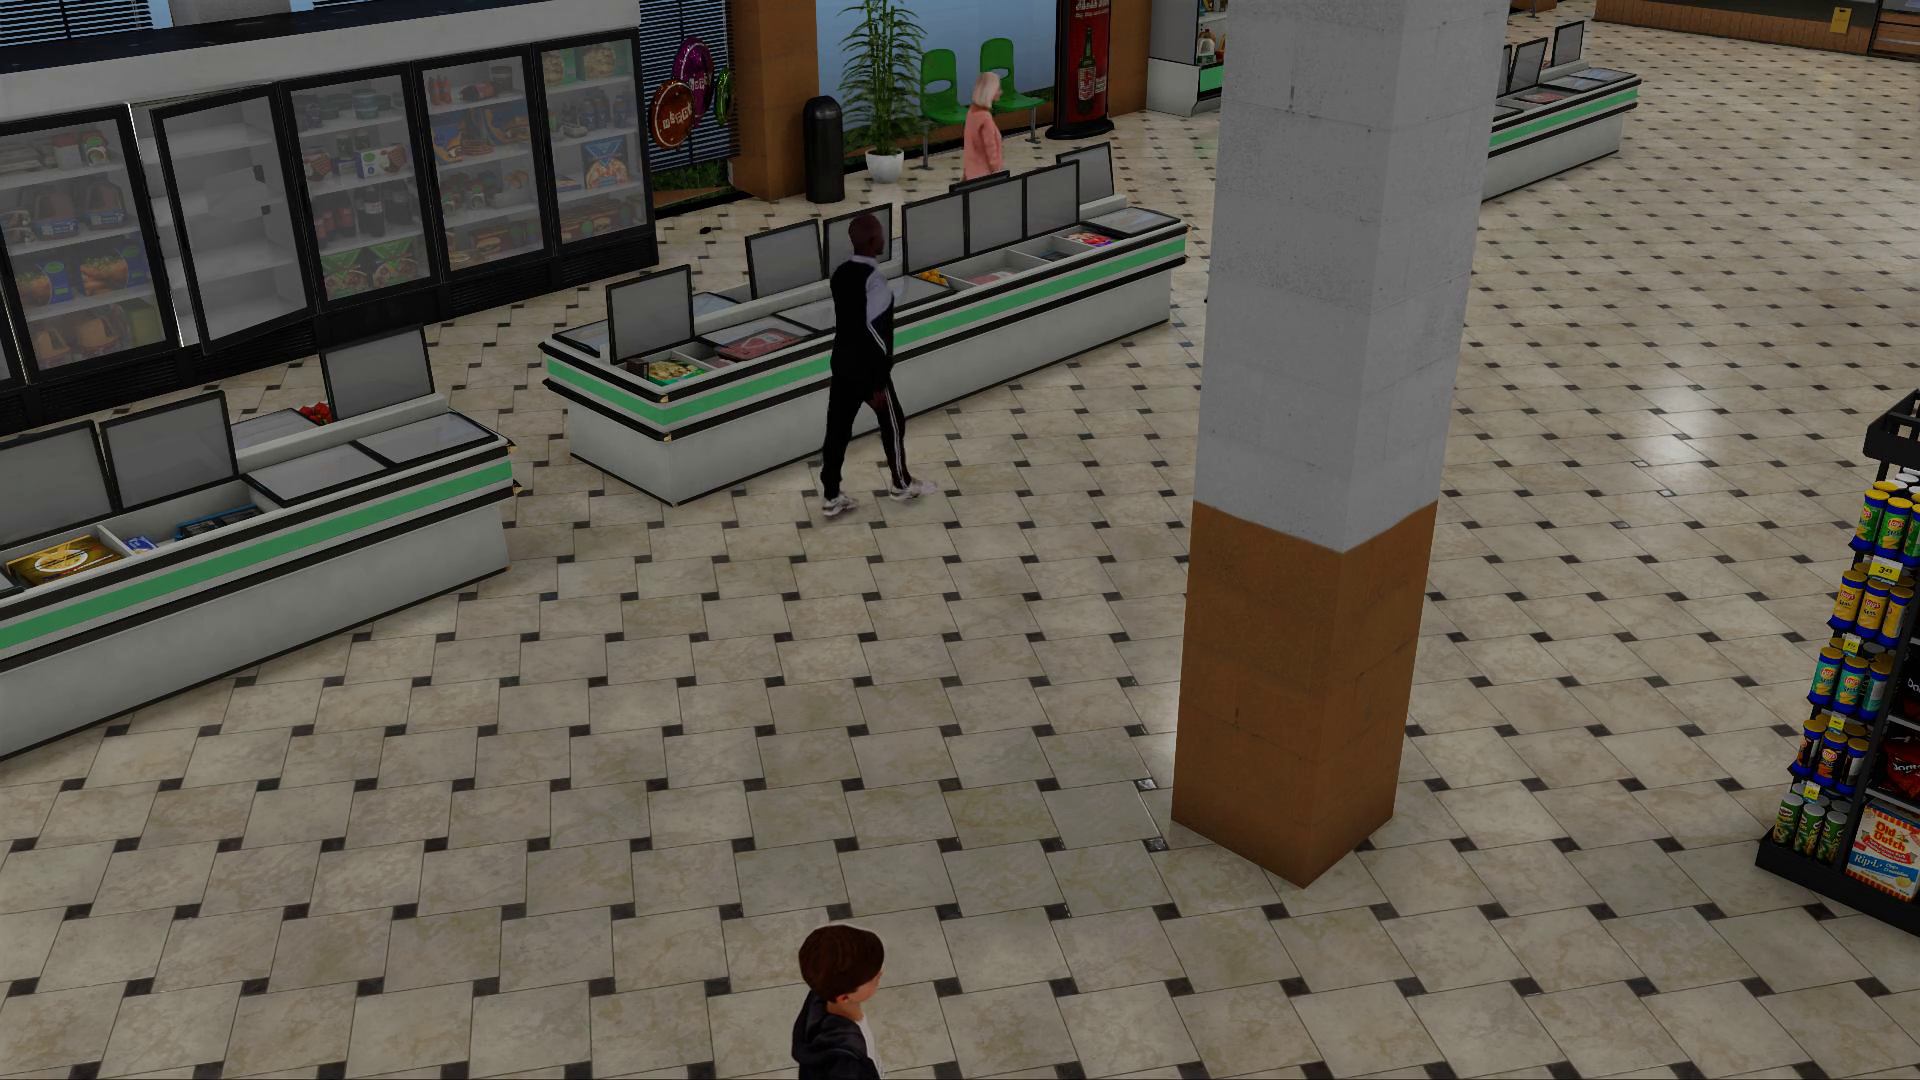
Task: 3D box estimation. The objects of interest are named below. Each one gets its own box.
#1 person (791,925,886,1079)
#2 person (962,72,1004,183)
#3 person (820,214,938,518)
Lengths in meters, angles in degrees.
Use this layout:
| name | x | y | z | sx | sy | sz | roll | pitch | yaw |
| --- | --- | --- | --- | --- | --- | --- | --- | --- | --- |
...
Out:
| name | x | y | z | sx | sy | sz | roll | pitch | yaw |
| --- | --- | --- | --- | --- | --- | --- | --- | --- | --- |
| person | -0.319 | 1.701 | 4.775 | 0.632 | 1.447 | 0.612 | -9 | 28 | -18 |
| person | 0.092 | -2.982 | 13.750 | 1.166 | 1.680 | 0.923 | -10 | 29 | -19 |
| person | -0.645 | -0.962 | 9.628 | 1.007 | 1.807 | 0.757 | -24 | 35 | -38 |
